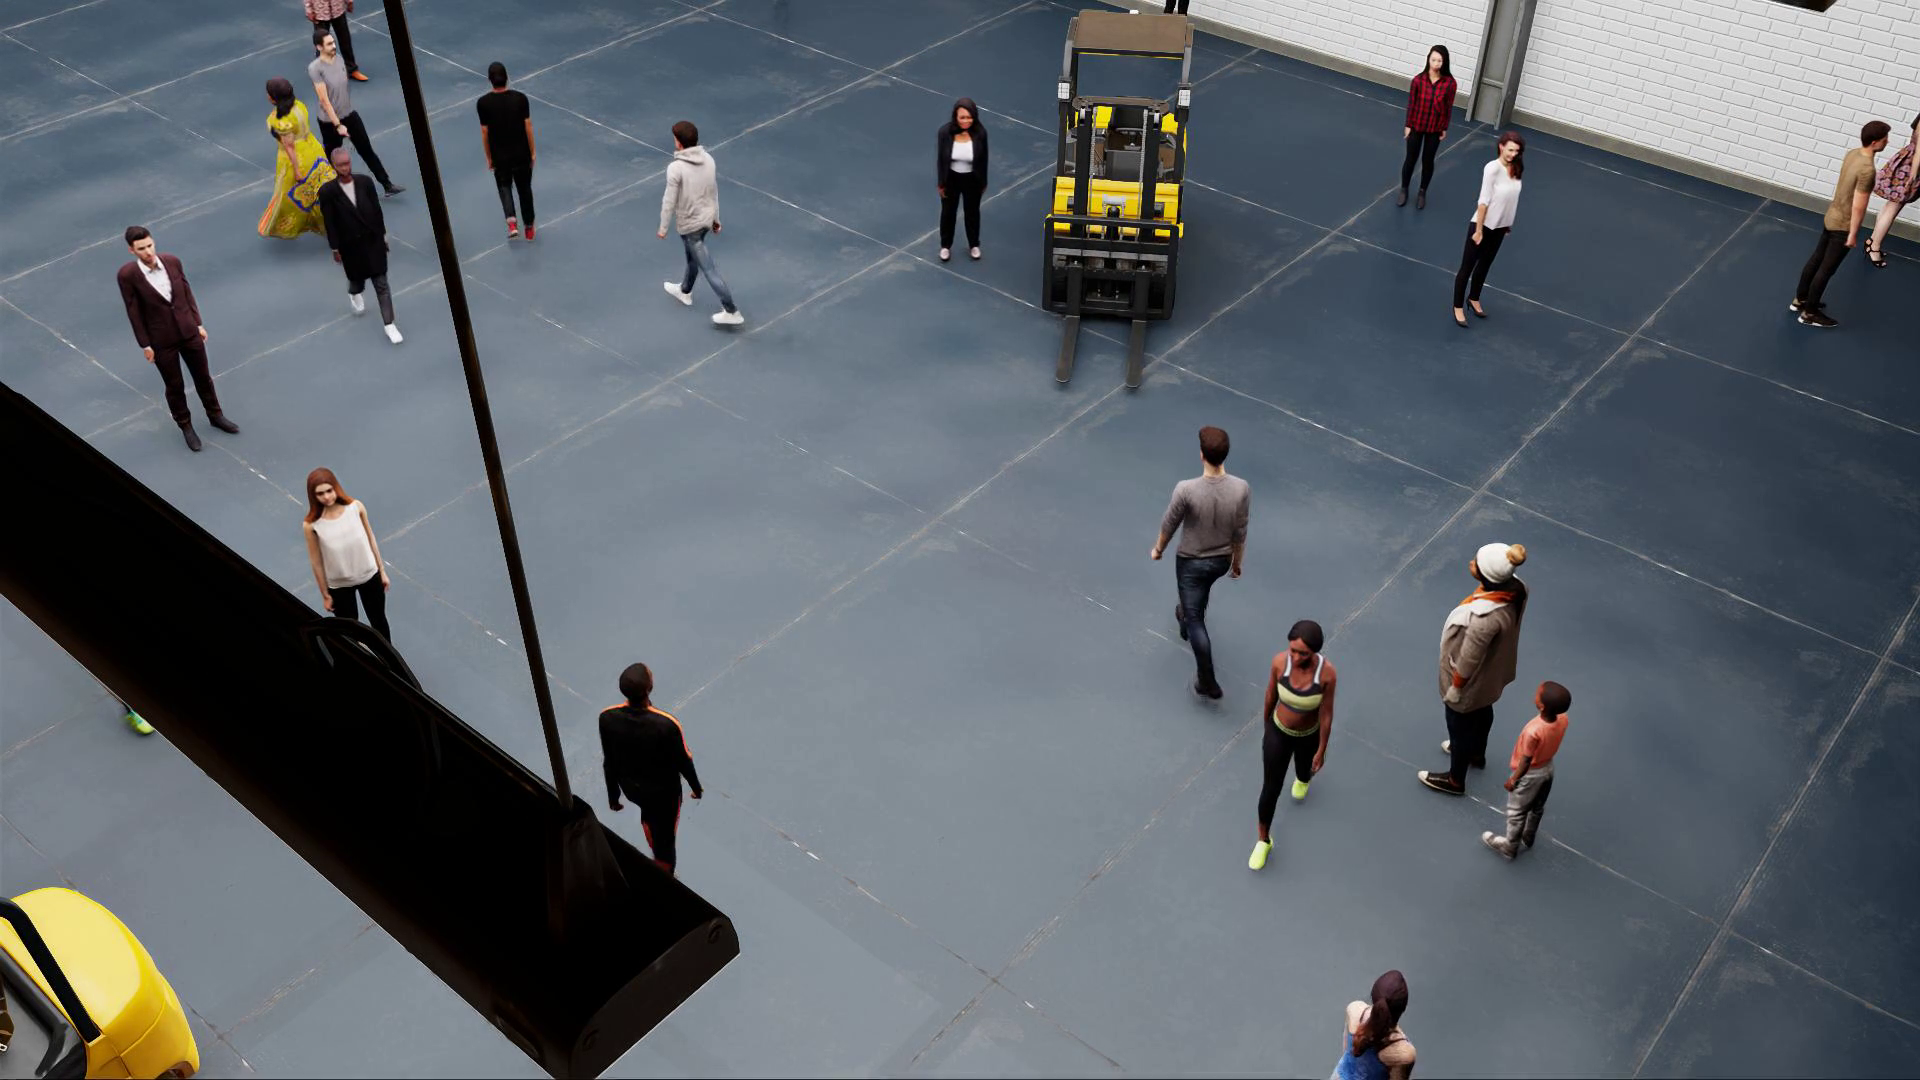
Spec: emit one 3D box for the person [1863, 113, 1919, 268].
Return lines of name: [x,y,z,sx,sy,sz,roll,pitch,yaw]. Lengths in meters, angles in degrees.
person: [8.700,-3.361,15.232,0.739,1.774,0.725,18,42,21]

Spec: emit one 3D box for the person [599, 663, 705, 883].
person: [-1.746,1.442,9.205,0.871,1.790,0.897,8,39,10]

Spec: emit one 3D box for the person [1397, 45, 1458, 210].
person: [4.528,-4.019,16.154,0.594,1.651,0.714,9,39,11]

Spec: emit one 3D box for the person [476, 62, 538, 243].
person: [-4.179,-3.566,15.507,0.776,1.750,0.831,-9,40,-12]

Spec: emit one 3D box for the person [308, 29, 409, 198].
person: [-6.137,-4.117,16.228,1.159,1.712,0.788,17,42,20]

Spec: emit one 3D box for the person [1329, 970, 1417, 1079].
person: [1.855,2.644,7.863,0.718,1.587,0.952,-27,46,-29]

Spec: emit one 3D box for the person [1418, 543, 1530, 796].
person: [3.140,0.743,10.001,0.667,1.888,0.685,25,45,28]

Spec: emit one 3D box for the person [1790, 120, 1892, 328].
person: [7.641,-2.762,14.420,0.756,1.851,0.753,6,39,7]

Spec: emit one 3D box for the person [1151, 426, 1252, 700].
person: [1.593,0.195,10.704,1.199,1.868,1.329,-8,39,-9]

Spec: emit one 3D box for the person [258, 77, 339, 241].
person: [-6.070,-3.514,15.562,1.367,1.601,1.182,5,39,7]

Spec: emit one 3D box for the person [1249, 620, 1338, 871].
person: [1.985,1.089,9.698,1.081,1.725,0.851,14,41,17]

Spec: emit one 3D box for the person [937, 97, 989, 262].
person: [0.012,-3.327,15.320,0.758,1.610,0.816,-4,39,-5]

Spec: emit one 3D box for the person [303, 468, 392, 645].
person: [-3.938,0.249,10.752,0.630,1.722,0.576,-24,45,-27]

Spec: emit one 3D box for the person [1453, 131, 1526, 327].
person: [4.571,-2.711,14.403,0.661,1.792,0.618,-22,43,-25]

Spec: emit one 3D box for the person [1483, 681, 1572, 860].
person: [3.357,1.341,9.716,0.546,1.310,0.545,-21,43,-24]

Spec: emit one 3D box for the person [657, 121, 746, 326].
person: [-2.214,-2.674,14.339,1.253,1.815,0.784,23,44,26]

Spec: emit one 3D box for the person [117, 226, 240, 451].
person: [-6.146,-1.609,12.964,0.581,1.866,0.669,28,47,31]

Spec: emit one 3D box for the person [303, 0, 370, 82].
person: [-7.017,-5.912,18.408,0.731,1.796,0.654,-29,47,-31]

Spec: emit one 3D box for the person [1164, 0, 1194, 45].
person: [2.547,-6.537,19.291,0.479,1.672,0.643,27,46,30]

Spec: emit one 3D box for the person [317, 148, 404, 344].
person: [-5.161,-2.564,14.258,0.828,1.744,1.085,-23,44,-26]
